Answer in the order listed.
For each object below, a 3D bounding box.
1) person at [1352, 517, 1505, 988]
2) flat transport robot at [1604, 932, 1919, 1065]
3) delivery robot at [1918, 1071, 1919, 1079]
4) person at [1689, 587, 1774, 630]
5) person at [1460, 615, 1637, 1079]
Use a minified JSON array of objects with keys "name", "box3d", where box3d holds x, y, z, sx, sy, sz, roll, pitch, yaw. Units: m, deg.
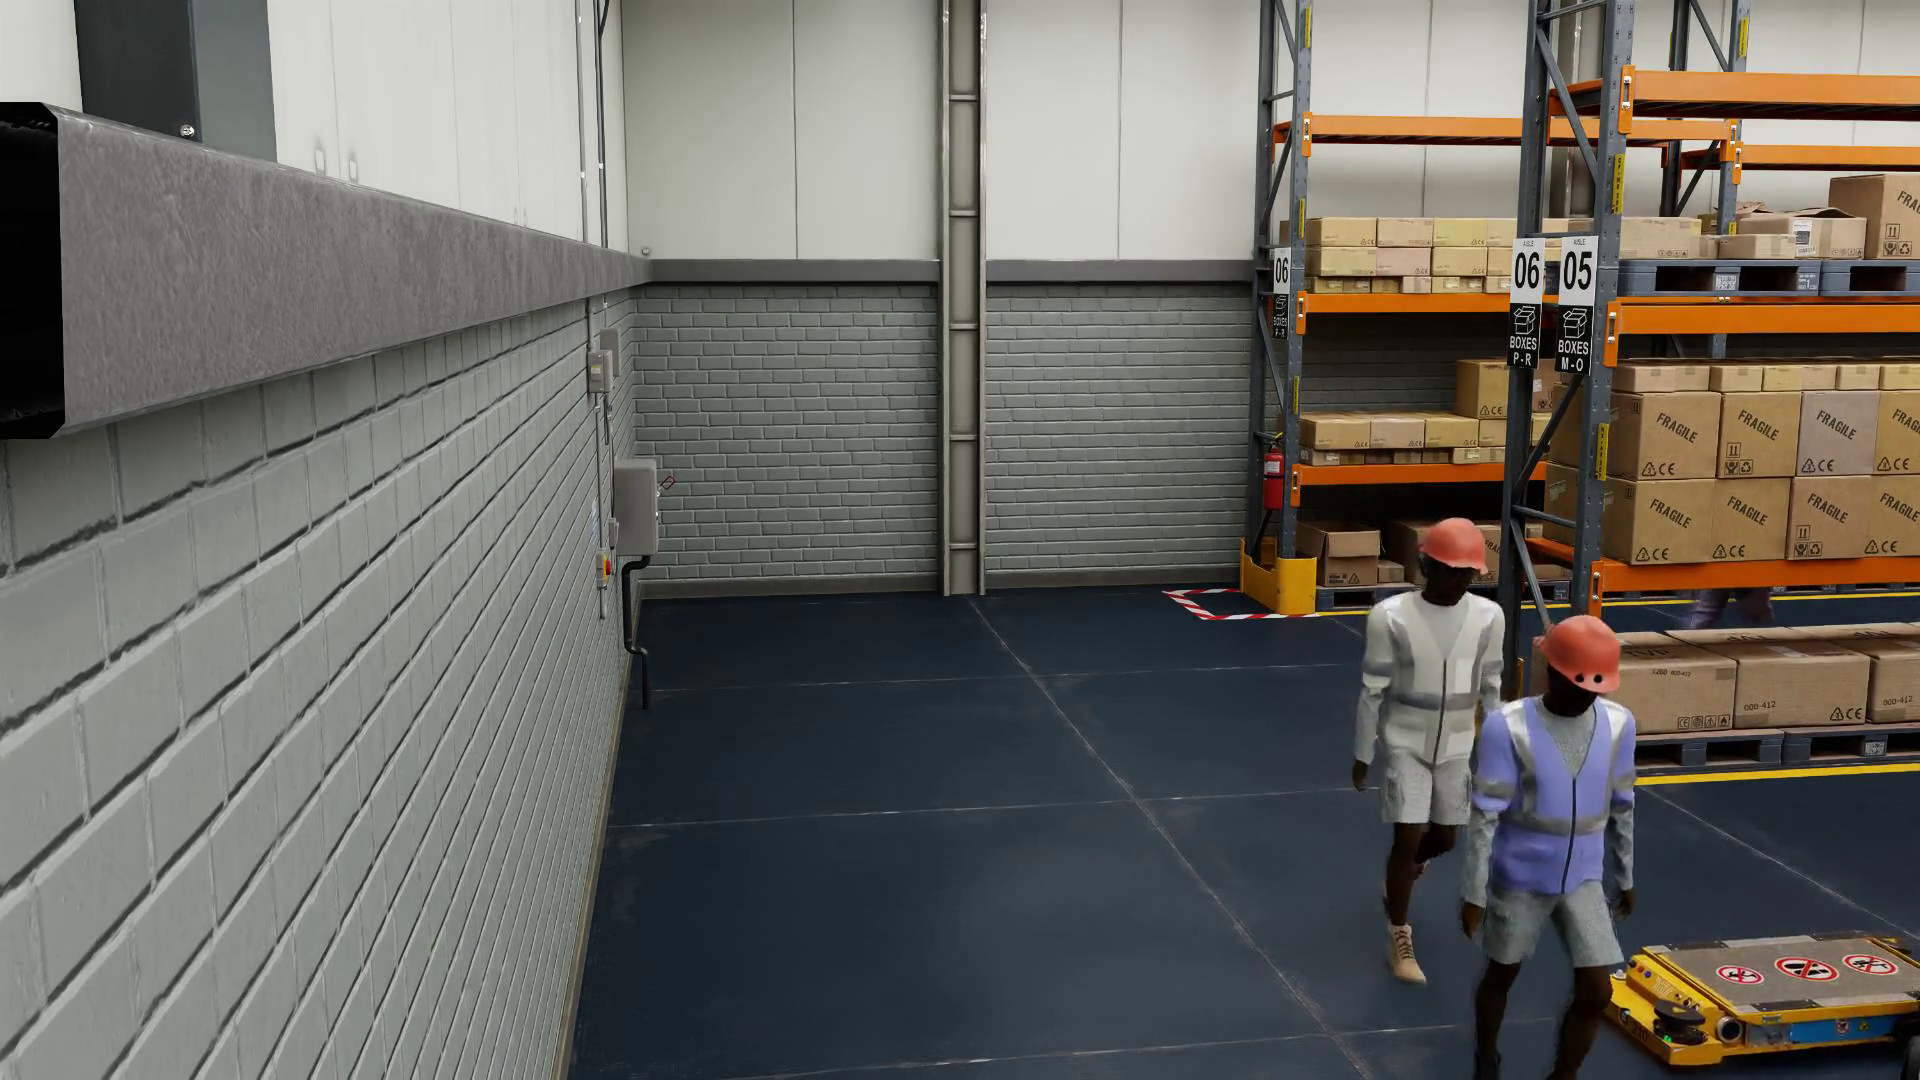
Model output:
[{"name":"person","box3d":[2.021,0.863,7.313,0.640,2.015,0.785,0,9,-1]},{"name":"flat transport robot","box3d":[3.329,1.824,6.689,1.431,0.197,0.652,-1,9,-9]},{"name":"delivery robot","box3d":[3.475,1.805,5.646,0.477,0.478,0.707,6,11,35]},{"name":"person","box3d":[5.628,0.187,11.876,0.925,1.871,0.663,-1,9,-8]},{"name":"person","box3d":[2.044,1.169,5.725,0.652,1.890,0.719,-1,9,-5]}]
